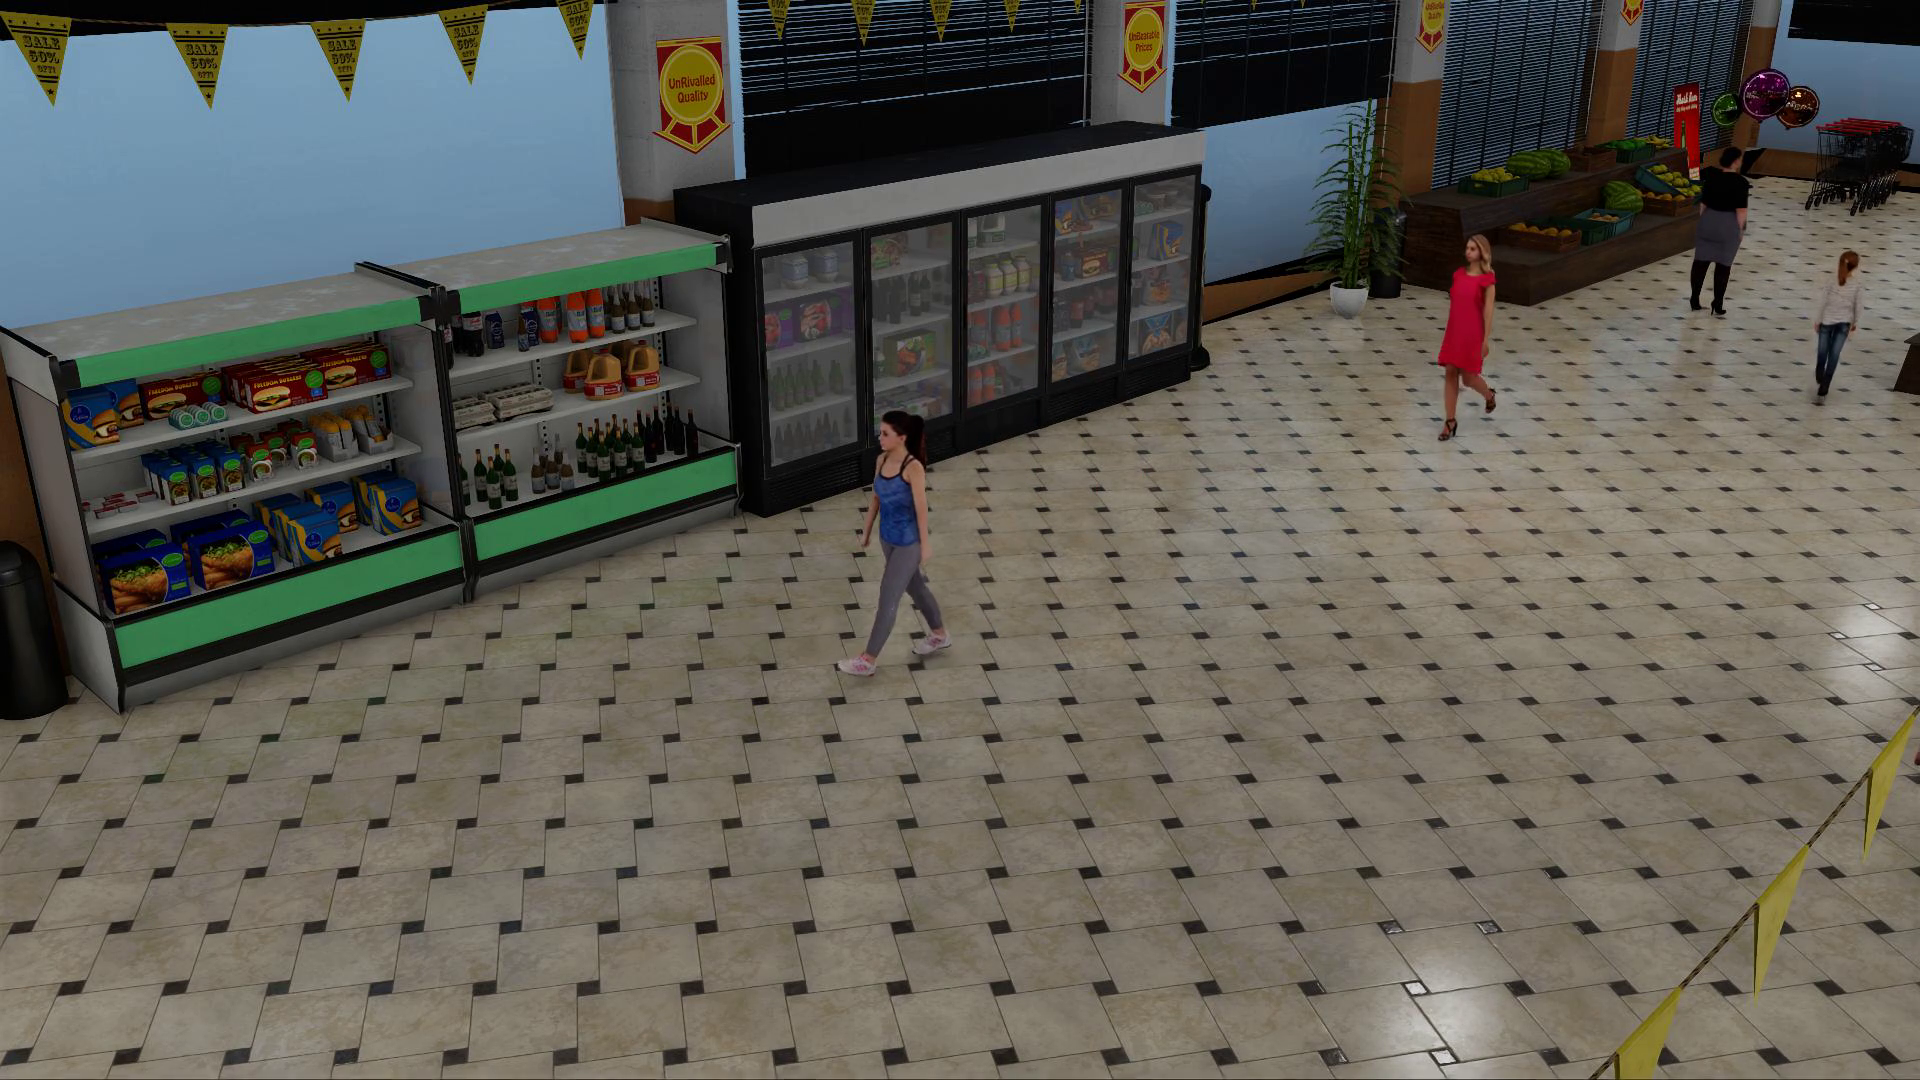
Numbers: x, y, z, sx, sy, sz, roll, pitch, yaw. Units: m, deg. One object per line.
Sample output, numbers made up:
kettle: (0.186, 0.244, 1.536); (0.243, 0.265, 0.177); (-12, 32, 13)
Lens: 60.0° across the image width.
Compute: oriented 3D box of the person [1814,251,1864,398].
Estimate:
person: (7.846, -1.904, 14.895); (0.693, 1.280, 0.993); (11, 24, 25)

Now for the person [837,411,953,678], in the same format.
person: (-0.282, 0.012, 9.736); (1.097, 1.571, 0.753); (-12, 25, -28)

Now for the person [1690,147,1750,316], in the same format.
person: (8.086, -3.293, 17.712); (0.684, 1.756, 0.713); (-14, 26, -31)

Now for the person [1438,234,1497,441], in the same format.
person: (4.242, -1.677, 13.755); (0.903, 1.709, 0.650); (-15, 26, -33)
